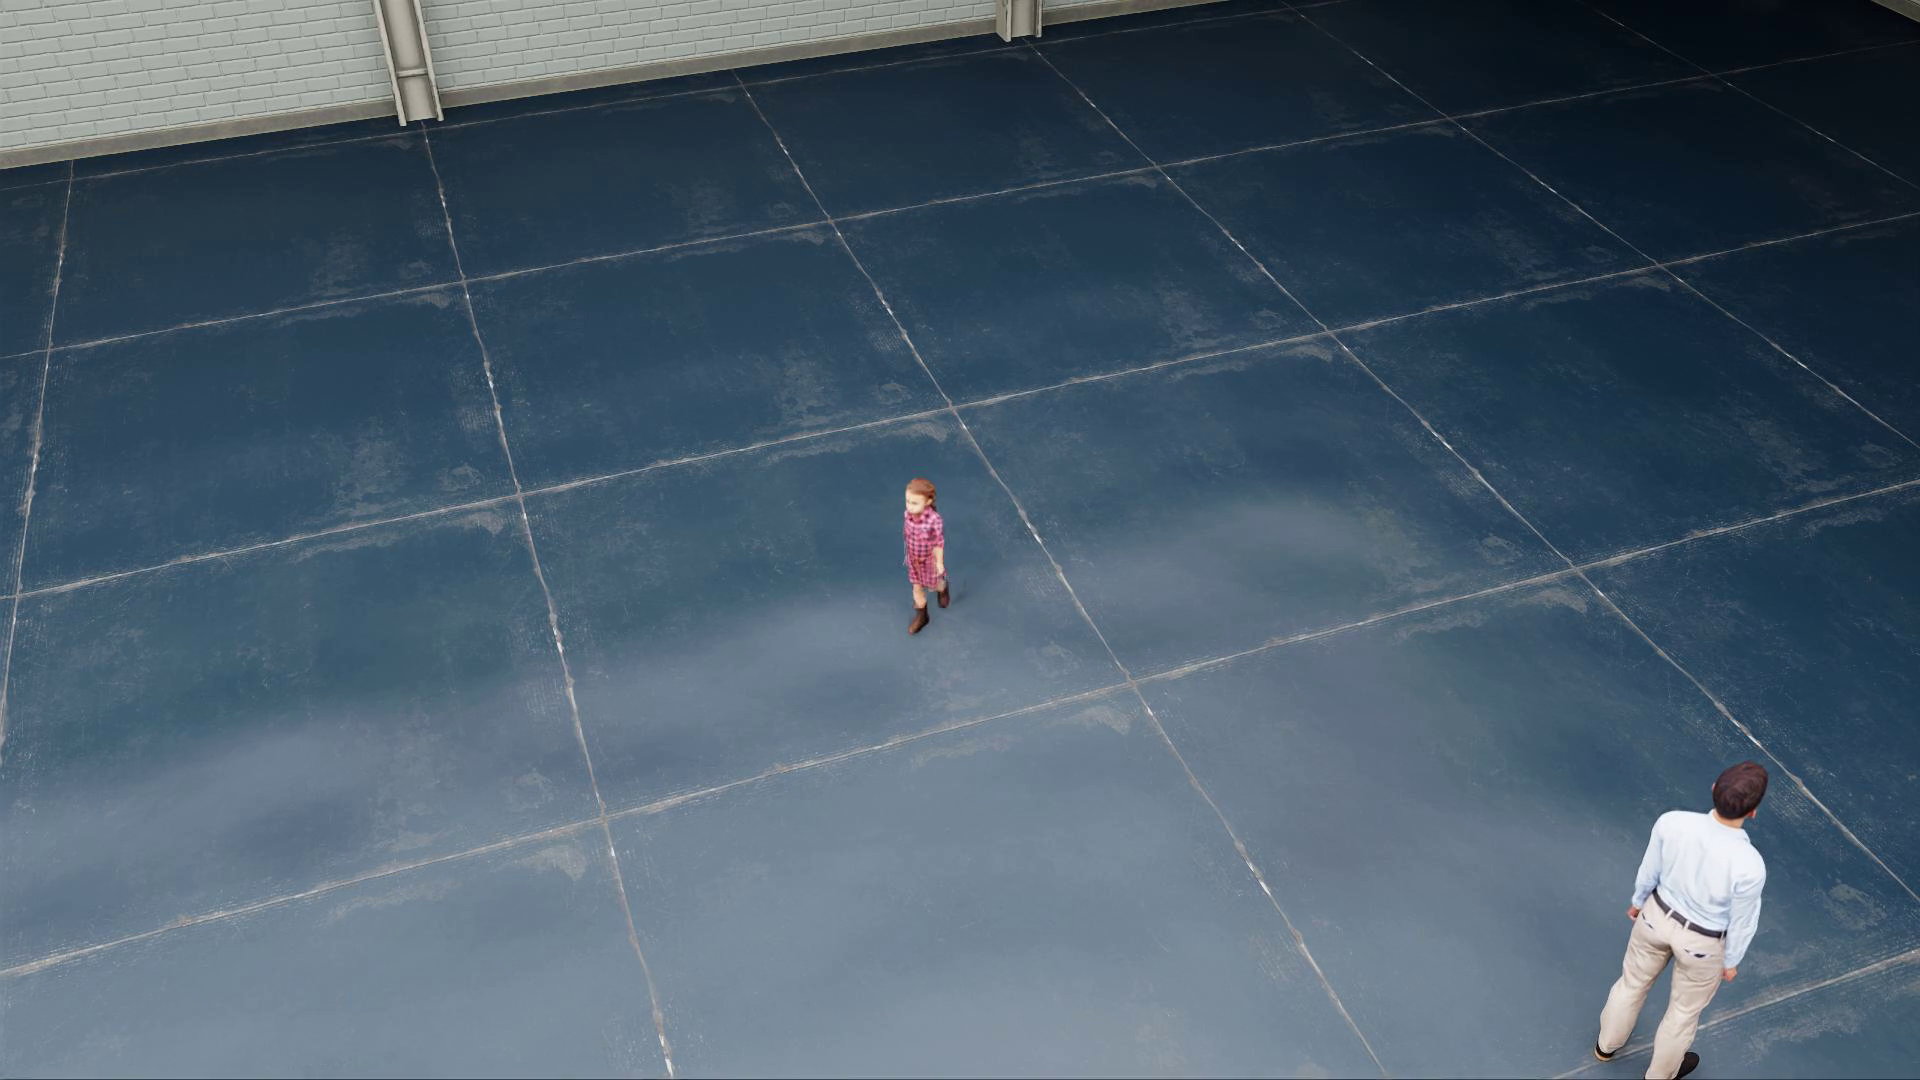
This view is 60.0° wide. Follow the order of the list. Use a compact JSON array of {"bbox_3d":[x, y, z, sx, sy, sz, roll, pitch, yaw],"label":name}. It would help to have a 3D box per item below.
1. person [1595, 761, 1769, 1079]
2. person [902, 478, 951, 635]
[{"bbox_3d":[3.010,1.612,6.902,0.732,1.848,0.732,-29,47,-32],"label":"person"},{"bbox_3d":[-0.180,0.063,9.561,0.601,1.010,0.668,18,42,22],"label":"person"}]
